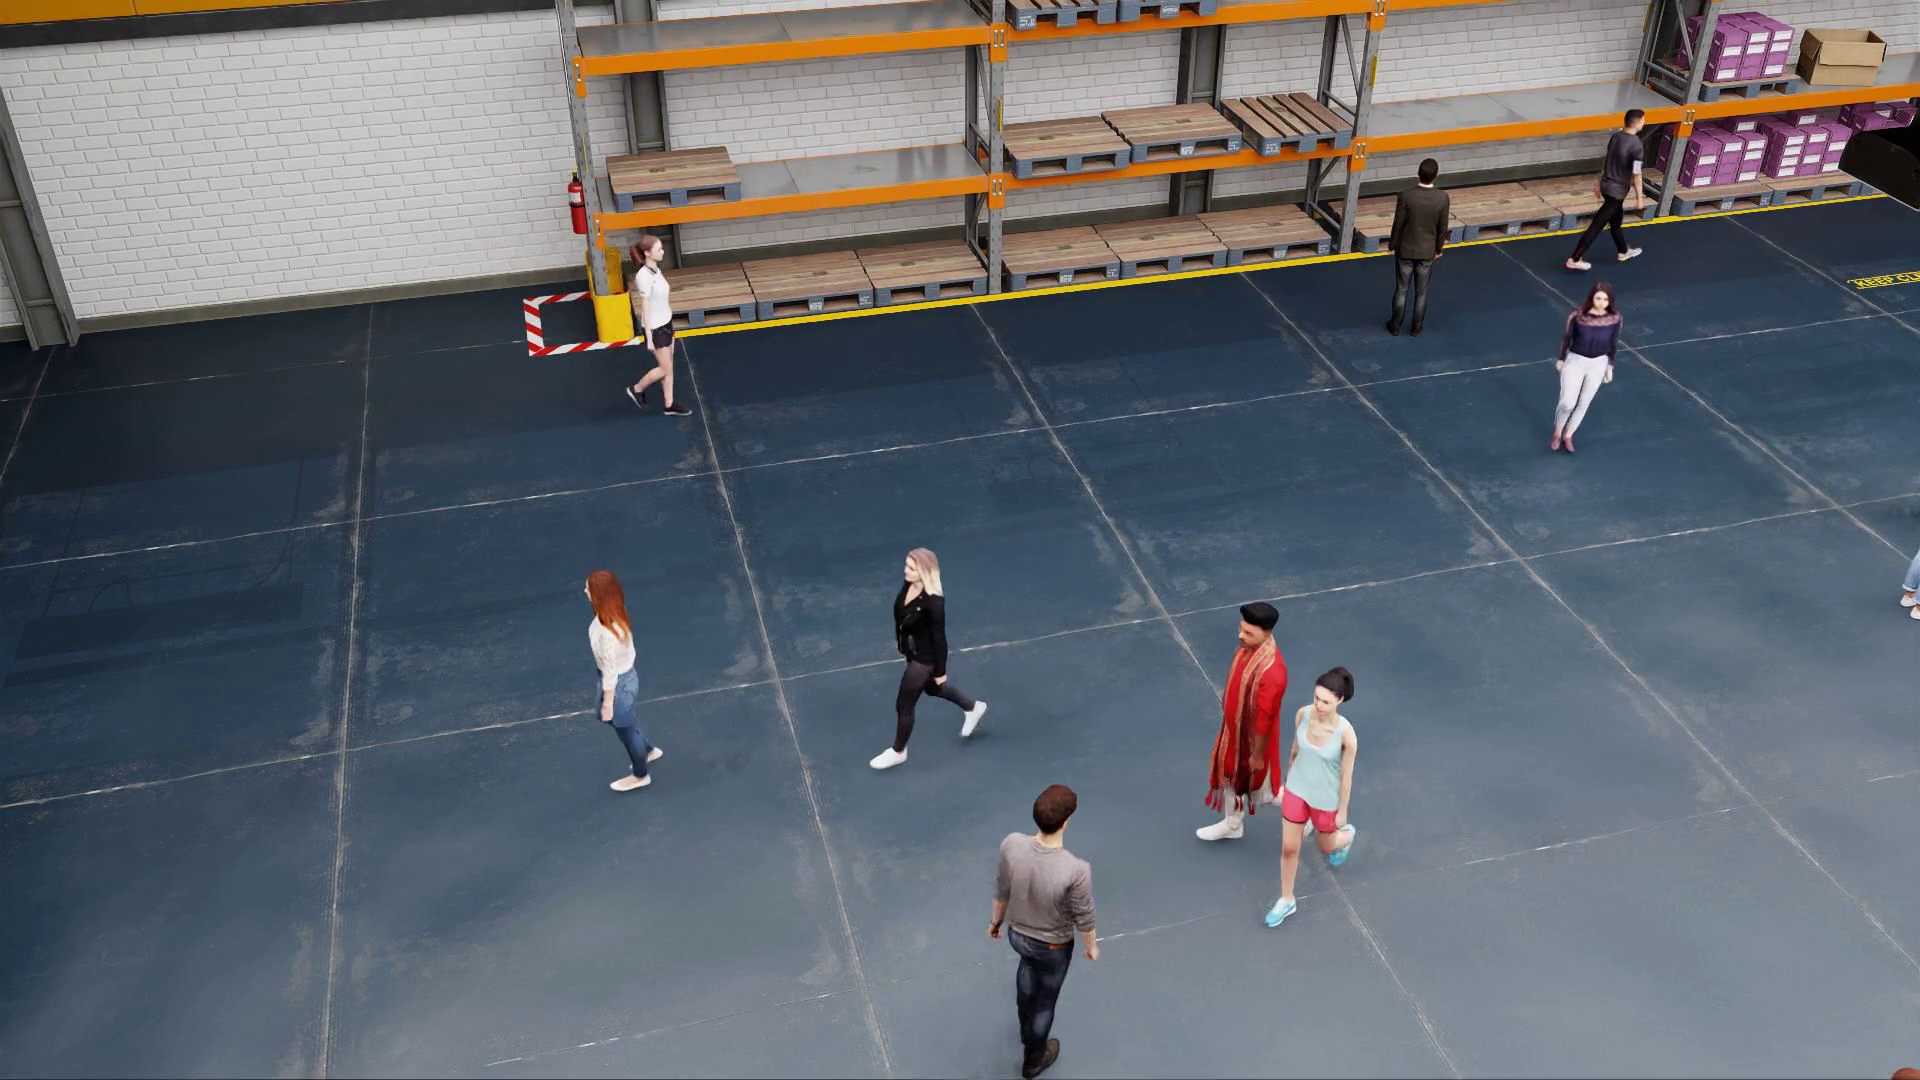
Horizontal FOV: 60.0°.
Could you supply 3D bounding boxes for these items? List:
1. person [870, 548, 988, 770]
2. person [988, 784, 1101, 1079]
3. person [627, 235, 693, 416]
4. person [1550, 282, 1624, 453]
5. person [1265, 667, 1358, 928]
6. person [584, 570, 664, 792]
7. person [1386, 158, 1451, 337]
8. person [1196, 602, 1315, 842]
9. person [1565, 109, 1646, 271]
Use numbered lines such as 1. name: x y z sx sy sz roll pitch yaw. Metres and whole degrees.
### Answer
1. person: -0.165 0.747 10.906 1.179 1.655 0.781 -16 37 -23
2. person: 0.373 2.112 8.643 0.875 1.887 0.934 18 38 25
3. person: -2.760 -1.878 14.775 0.896 1.743 0.766 5 34 8
4. person: 5.388 -1.516 14.363 0.610 1.598 0.733 2 34 4
5. person: 2.126 1.469 9.739 1.135 1.745 0.943 -28 42 -35
6. person: -2.089 0.905 10.611 0.618 1.719 0.588 -7 34 -10
7. person: 4.444 -2.844 16.173 0.633 1.805 0.811 4 34 7
8. person: 1.892 1.130 10.152 1.013 1.853 0.733 -6 34 -9
9. person: 6.774 -3.613 17.415 1.160 1.712 0.667 -7 34 -10
